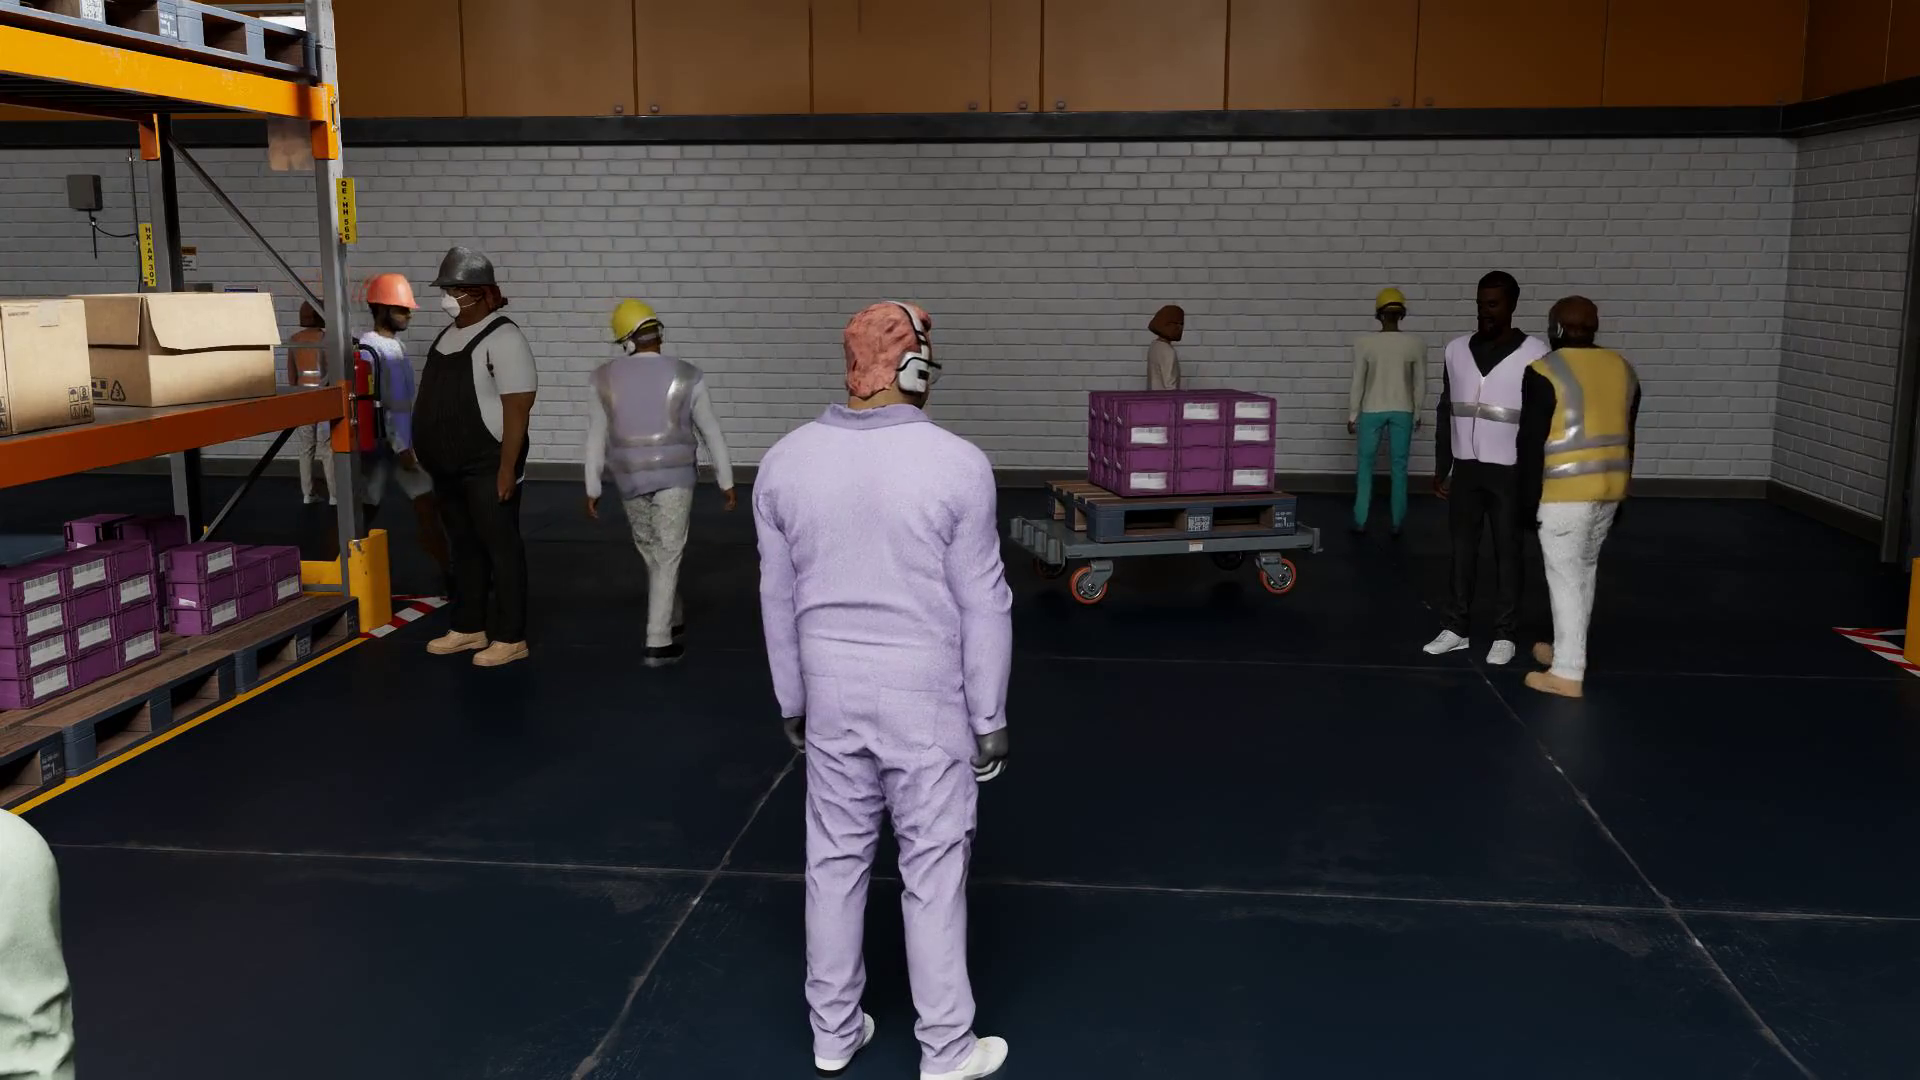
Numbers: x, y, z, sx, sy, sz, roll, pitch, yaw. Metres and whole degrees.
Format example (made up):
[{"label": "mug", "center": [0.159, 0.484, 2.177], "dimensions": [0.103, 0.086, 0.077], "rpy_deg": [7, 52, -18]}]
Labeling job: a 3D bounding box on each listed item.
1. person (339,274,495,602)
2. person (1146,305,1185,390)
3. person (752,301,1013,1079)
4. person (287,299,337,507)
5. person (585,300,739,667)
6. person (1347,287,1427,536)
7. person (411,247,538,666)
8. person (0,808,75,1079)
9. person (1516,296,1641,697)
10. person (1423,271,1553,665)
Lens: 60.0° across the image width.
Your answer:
[{"label": "person", "center": [-3.200, -0.550, 9.427], "dimensions": [0.969, 1.888, 0.557], "rpy_deg": [2, 10, 10]}, {"label": "person", "center": [1.491, -0.897, 12.141], "dimensions": [0.291, 1.622, 0.513], "rpy_deg": [-1, 10, -8]}, {"label": "person", "center": [-0.159, 0.386, 4.009], "dimensions": [0.637, 1.902, 0.406], "rpy_deg": [4, 11, 24]}, {"label": "person", "center": [-5.060, -1.075, 13.124], "dimensions": [0.514, 1.636, 0.315], "rpy_deg": [3, 10, 19]}, {"label": "person", "center": [-1.470, -0.296, 8.286], "dimensions": [0.719, 1.766, 0.837], "rpy_deg": [0, 10, 2]}, {"label": "person", "center": [3.015, -0.899, 11.757], "dimensions": [0.536, 1.766, 0.322], "rpy_deg": [1, 10, 7]}, {"label": "person", "center": [-2.403, -0.407, 8.145], "dimensions": [0.684, 2.000, 0.538], "rpy_deg": [8, 13, 40]}, {"label": "person", "center": [-1.349, 0.860, 2.059], "dimensions": [0.497, 1.632, 0.285], "rpy_deg": [-1, 10, -7]}, {"label": "person", "center": [2.800, -0.210, 7.709], "dimensions": [0.629, 1.815, 0.615], "rpy_deg": [-5, 11, -26]}, {"label": "person", "center": [2.618, -0.356, 8.205], "dimensions": [0.589, 1.917, 0.393], "rpy_deg": [9, 13, 42]}]
